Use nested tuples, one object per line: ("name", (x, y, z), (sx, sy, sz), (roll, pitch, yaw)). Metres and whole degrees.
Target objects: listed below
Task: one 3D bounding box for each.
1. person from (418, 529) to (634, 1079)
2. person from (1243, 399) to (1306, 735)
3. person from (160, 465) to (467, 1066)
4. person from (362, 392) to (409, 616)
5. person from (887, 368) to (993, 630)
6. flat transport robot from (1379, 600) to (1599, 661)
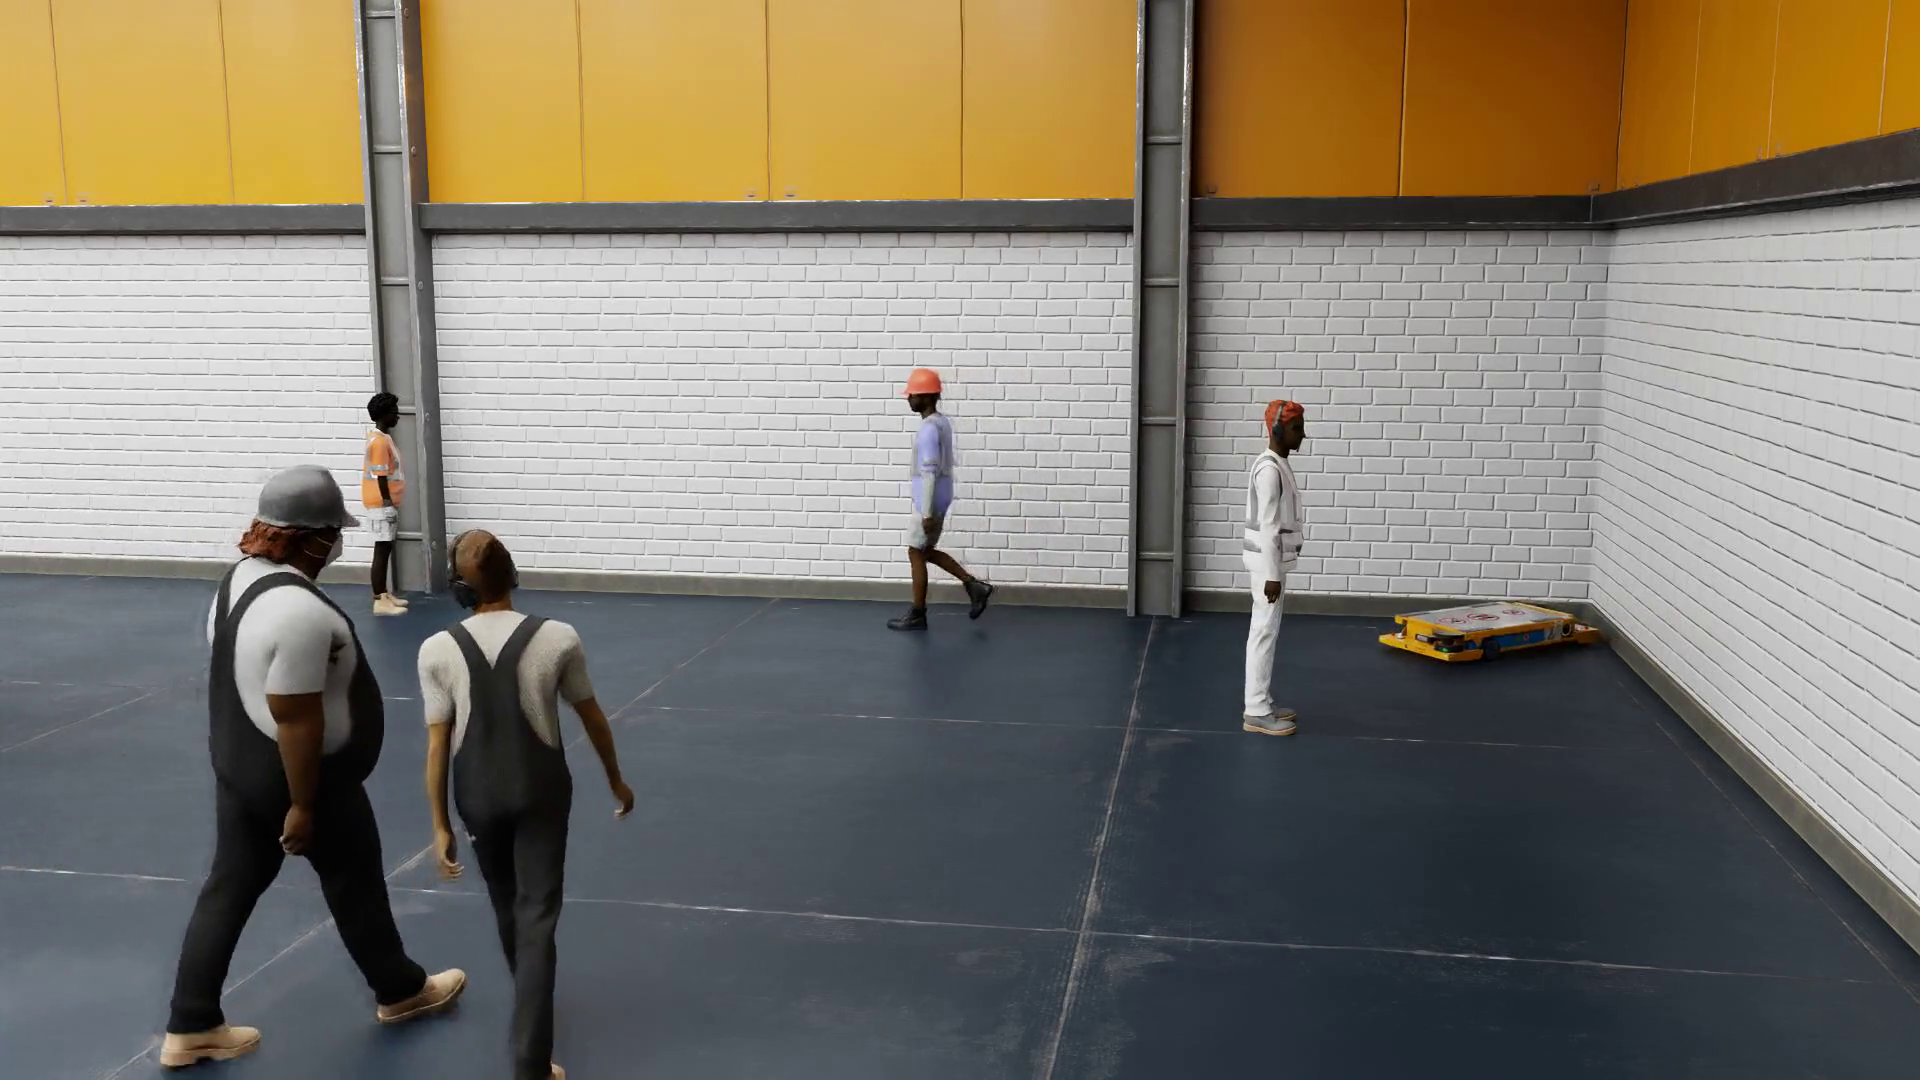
("person", (-1.396, 0.850, 5.383), (0.618, 1.785, 0.969), (-1, 9, -6))
("person", (1.774, 0.147, 9.425), (0.337, 1.882, 0.583), (2, 9, 13))
("person", (-2.220, 0.703, 5.509), (0.711, 2.000, 0.973), (9, 13, 43))
("person", (-4.362, -0.273, 12.611), (0.318, 1.694, 0.535), (-3, 10, -16))
("person", (-0.157, -0.284, 11.984), (0.683, 1.920, 0.563), (2, 9, 10))
("flat transport robot", (3.665, 0.615, 11.500), (1.431, 0.197, 0.652), (-5, 11, -29))
